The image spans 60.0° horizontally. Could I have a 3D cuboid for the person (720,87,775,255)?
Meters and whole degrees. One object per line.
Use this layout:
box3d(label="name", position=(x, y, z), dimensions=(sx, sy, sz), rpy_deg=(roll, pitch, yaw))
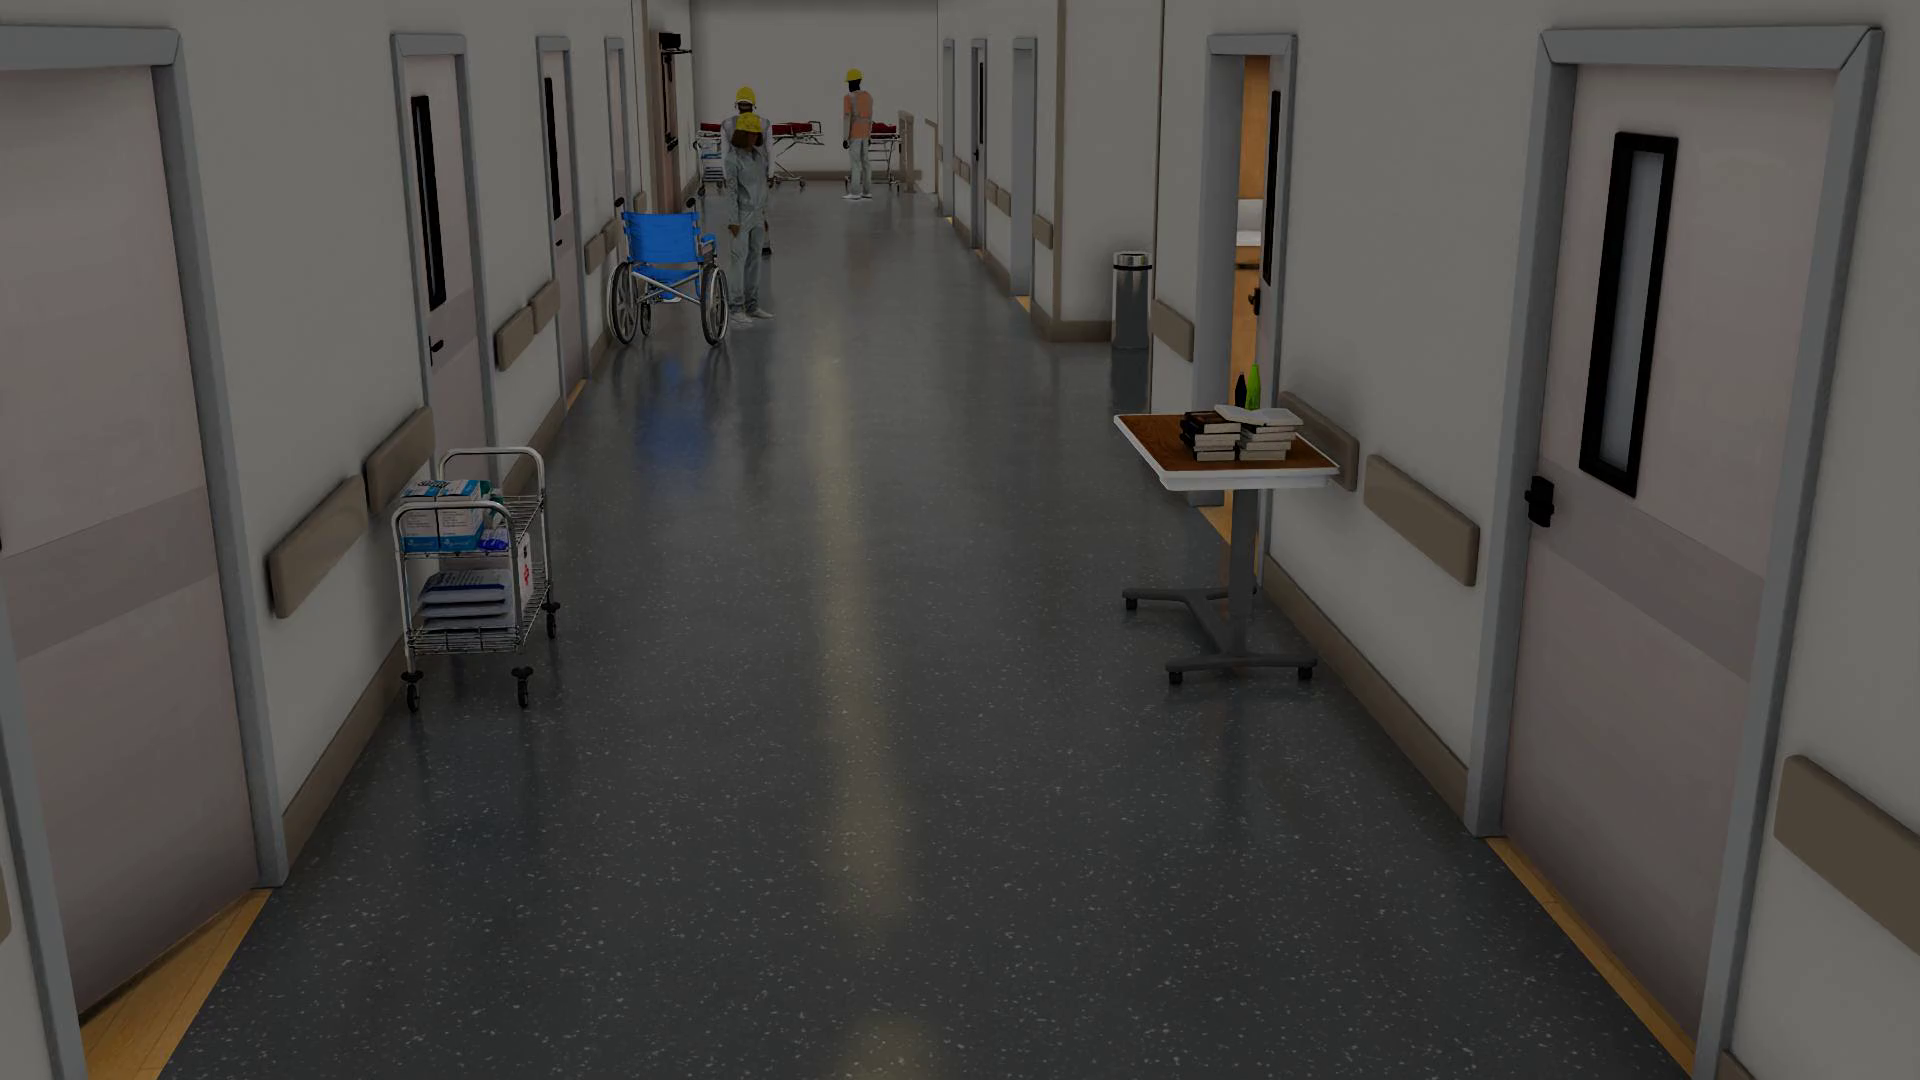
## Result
box3d(label="person", position=(-2.336, -4.062, 18.382), dimensions=(0.586, 1.833, 0.403), rpy_deg=(-2, 17, -8))

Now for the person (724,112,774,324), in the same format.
box3d(label="person", position=(-1.769, -2.704, 14.000), dimensions=(0.319, 1.740, 0.492), rpy_deg=(9, 19, 27))

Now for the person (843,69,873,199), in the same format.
box3d(label="person", position=(-1.558, -6.118, 25.109), dimensions=(0.397, 1.920, 0.586), rpy_deg=(13, 21, 37))
